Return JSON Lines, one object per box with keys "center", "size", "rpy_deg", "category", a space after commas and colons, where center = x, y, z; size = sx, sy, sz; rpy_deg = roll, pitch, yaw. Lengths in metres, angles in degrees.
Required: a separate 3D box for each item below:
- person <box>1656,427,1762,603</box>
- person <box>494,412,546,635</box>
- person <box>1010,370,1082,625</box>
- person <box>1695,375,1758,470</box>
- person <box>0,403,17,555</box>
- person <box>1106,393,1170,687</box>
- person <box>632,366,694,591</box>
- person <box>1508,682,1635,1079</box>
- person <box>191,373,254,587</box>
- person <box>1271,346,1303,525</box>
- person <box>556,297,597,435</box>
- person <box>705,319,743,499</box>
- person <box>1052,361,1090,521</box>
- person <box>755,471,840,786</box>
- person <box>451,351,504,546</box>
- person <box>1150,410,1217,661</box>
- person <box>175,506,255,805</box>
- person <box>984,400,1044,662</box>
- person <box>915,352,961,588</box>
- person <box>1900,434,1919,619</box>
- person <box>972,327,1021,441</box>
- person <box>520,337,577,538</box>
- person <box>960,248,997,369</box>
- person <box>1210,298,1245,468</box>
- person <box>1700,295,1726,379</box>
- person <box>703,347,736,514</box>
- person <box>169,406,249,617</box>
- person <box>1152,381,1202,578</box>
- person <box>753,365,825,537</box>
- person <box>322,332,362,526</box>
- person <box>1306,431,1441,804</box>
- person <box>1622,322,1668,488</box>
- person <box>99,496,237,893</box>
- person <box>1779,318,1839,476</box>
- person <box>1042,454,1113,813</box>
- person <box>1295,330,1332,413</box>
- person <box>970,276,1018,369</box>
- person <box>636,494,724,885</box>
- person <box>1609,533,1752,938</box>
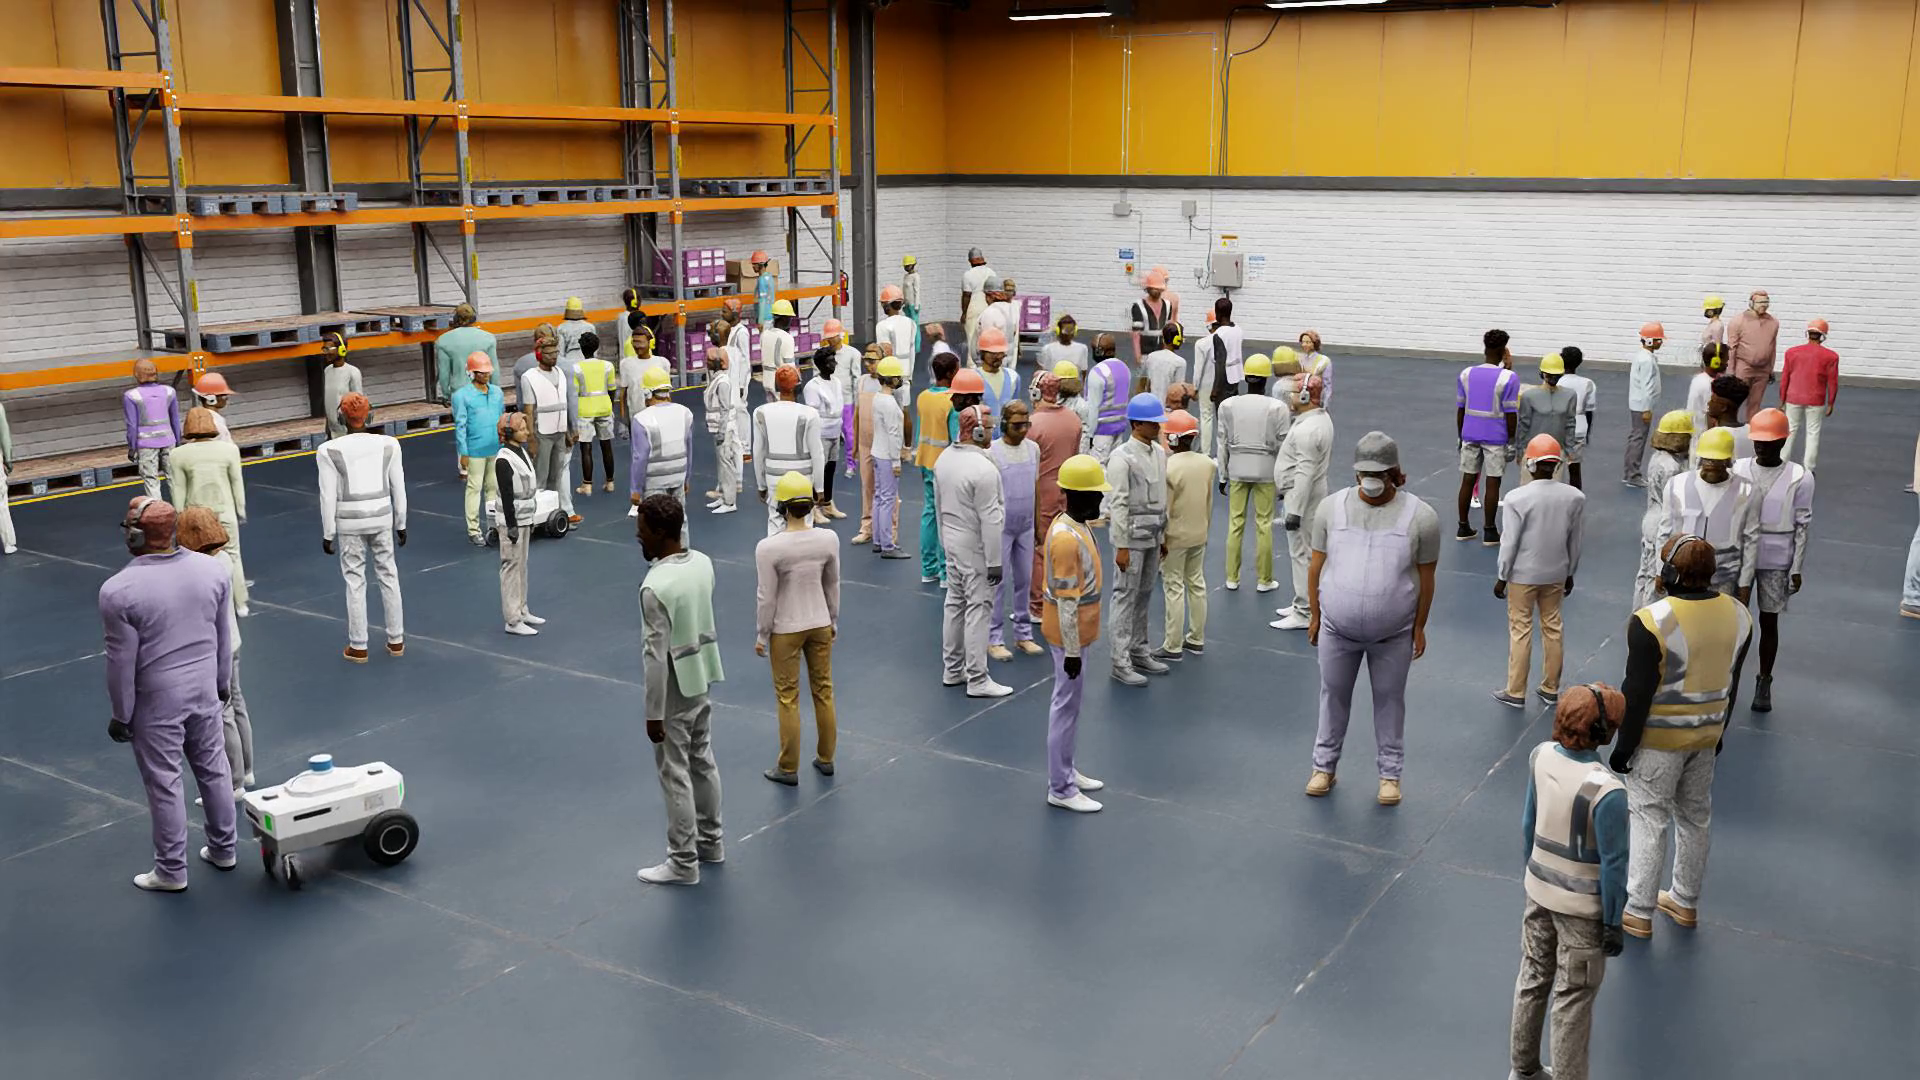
{"center": [4.680, 0.188, 10.461], "size": [0.591, 1.826, 0.403], "rpy_deg": [7, 15, 28], "category": "person"}
{"center": [-3.261, -0.128, 12.237], "size": [0.310, 1.642, 0.514], "rpy_deg": [0, 13, -2], "category": "person"}
{"center": [0.620, -0.319, 12.487], "size": [0.407, 1.908, 0.641], "rpy_deg": [11, 17, 40], "category": "person"}
{"center": [5.371, -0.187, 11.777], "size": [0.603, 1.967, 0.367], "rpy_deg": [-10, 16, -37], "category": "person"}
{"center": [-8.552, -0.651, 14.508], "size": [0.525, 1.639, 0.307], "rpy_deg": [-10, 16, -36], "category": "person"}
{"center": [1.192, -0.014, 11.069], "size": [0.385, 1.948, 0.605], "rpy_deg": [9, 16, 33], "category": "person"}
{"center": [-2.403, -0.481, 13.350], "size": [0.403, 1.833, 0.586], "rpy_deg": [10, 16, 38], "category": "person"}
{"center": [2.211, 1.307, 6.016], "size": [0.306, 1.640, 0.522], "rpy_deg": [-4, 14, -16], "category": "person"}
{"center": [-6.033, -0.487, 13.545], "size": [0.341, 1.752, 0.563], "rpy_deg": [-10, 16, -37], "category": "person"}
{"center": [3.076, -0.963, 15.671], "size": [0.512, 1.721, 0.390], "rpy_deg": [-11, 17, -38], "category": "person"}
{"center": [-4.801, -2.169, 20.867], "size": [0.494, 1.743, 0.309], "rpy_deg": [-5, 14, -20], "category": "person"}
{"center": [-2.425, -1.337, 17.034], "size": [0.345, 1.846, 0.507], "rpy_deg": [6, 14, 23], "category": "person"}
{"center": [0.911, -0.686, 14.433], "size": [0.313, 1.743, 0.493], "rpy_deg": [-9, 16, -35], "category": "person"}
{"center": [-0.907, 0.491, 9.280], "size": [0.531, 1.768, 0.311], "rpy_deg": [-9, 16, -35], "category": "person"}
{"center": [-4.307, -0.835, 15.057], "size": [0.330, 1.750, 0.573], "rpy_deg": [8, 15, 31], "category": "person"}
{"center": [1.524, -0.034, 11.580], "size": [0.561, 1.753, 0.330], "rpy_deg": [-11, 17, -39], "category": "person"}
{"center": [-4.044, 0.619, 9.011], "size": [0.277, 1.633, 0.507], "rpy_deg": [-2, 13, -8], "category": "person"}
{"center": [0.357, -0.069, 11.564], "size": [0.511, 1.836, 0.357], "rpy_deg": [-9, 16, -34], "category": "person"}
{"center": [-0.149, -0.571, 13.549], "size": [0.398, 1.920, 0.588], "rpy_deg": [-9, 16, -33], "category": "person"}
{"center": [7.449, -0.392, 12.612], "size": [0.402, 1.989, 0.621], "rpy_deg": [8, 15, 32], "category": "person"}
{"center": [0.273, -0.807, 14.300], "size": [0.609, 2.043, 0.397], "rpy_deg": [-8, 15, -30], "category": "person"}
{"center": [-3.825, -0.961, 15.400], "size": [0.373, 1.843, 0.572], "rpy_deg": [6, 14, 24], "category": "person"}
{"center": [0.251, -3.730, 26.984], "size": [0.674, 2.000, 0.535], "rpy_deg": [-10, 16, -37], "category": "person"}
{"center": [2.993, -1.764, 18.737], "size": [0.398, 1.914, 0.589], "rpy_deg": [8, 15, 30], "category": "person"}
{"center": [9.415, -2.189, 20.909], "size": [0.316, 1.767, 0.522], "rpy_deg": [4, 13, 16], "category": "person"}
{"center": [-2.355, -1.082, 16.372], "size": [0.310, 1.642, 0.514], "rpy_deg": [-3, 13, -14], "category": "person"}
{"center": [-5.669, -0.196, 12.574], "size": [0.505, 1.628, 0.277], "rpy_deg": [-6, 14, -23], "category": "person"}
{"center": [1.796, -0.500, 13.853], "size": [0.315, 1.640, 0.515], "rpy_deg": [-11, 17, -38], "category": "person"}
{"center": [-1.324, -0.431, 13.022], "size": [0.582, 1.882, 0.351], "rpy_deg": [4, 14, 16], "category": "person"}
{"center": [-5.780, -1.012, 15.571], "size": [0.521, 1.871, 0.325], "rpy_deg": [8, 15, 31], "category": "person"}
{"center": [2.202, 0.421, 8.978], "size": [0.682, 2.000, 0.537], "rpy_deg": [5, 14, 20], "category": "person"}
{"center": [7.284, -1.440, 17.681], "size": [0.331, 1.750, 0.573], "rpy_deg": [3, 13, 14], "category": "person"}
{"center": [-3.773, 0.728, 7.931], "size": [0.411, 1.913, 0.643], "rpy_deg": [7, 15, 29], "category": "person"}
{"center": [9.287, -1.555, 18.215], "size": [0.576, 1.737, 0.354], "rpy_deg": [10, 16, 37], "category": "person"}
{"center": [0.624, 0.490, 8.930], "size": [0.366, 1.926, 0.594], "rpy_deg": [2, 13, 7], "category": "person"}
{"center": [3.752, -1.443, 17.942], "size": [0.515, 1.641, 0.315], "rpy_deg": [9, 16, 35], "category": "person"}
{"center": [0.384, -2.226, 20.461], "size": [0.538, 2.000, 0.690], "rpy_deg": [8, 15, 30], "category": "person"}
{"center": [-1.346, 0.718, 7.991], "size": [0.389, 1.910, 0.590], "rpy_deg": [4, 14, 16], "category": "person"}
{"center": [3.176, 0.875, 7.451], "size": [0.625, 1.844, 0.429], "rpy_deg": [-5, 14, -21], "category": "person"}
